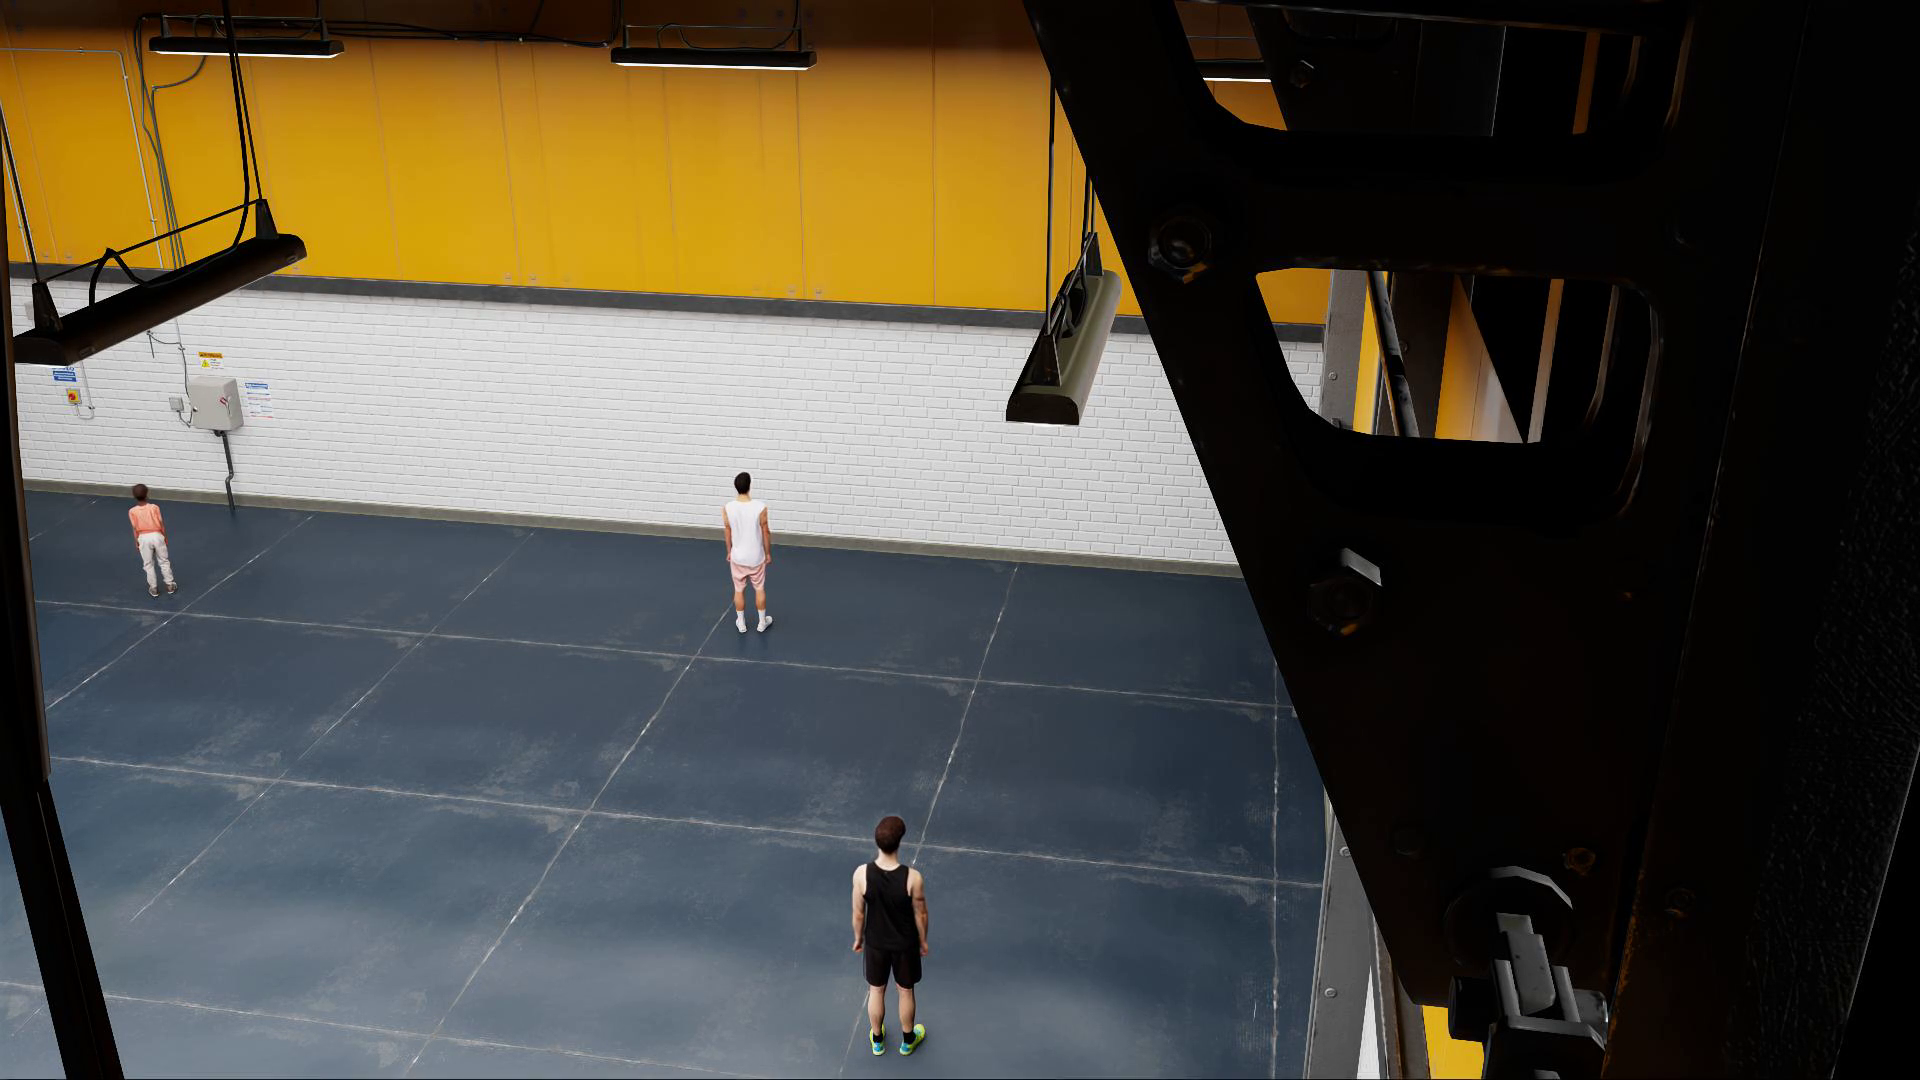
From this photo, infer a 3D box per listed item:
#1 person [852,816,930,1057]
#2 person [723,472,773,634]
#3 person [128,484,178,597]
[{"bbox_3d":[-0.482,2.761,11.545,0.704,1.891,0.593,2,24,5],"label":"person"},{"bbox_3d":[-2.262,0.139,17.671,0.674,1.789,0.623,0,24,0],"label":"person"},{"bbox_3d":[-9.048,-0.005,18.598,0.570,1.310,0.609,-10,26,-22],"label":"person"}]
